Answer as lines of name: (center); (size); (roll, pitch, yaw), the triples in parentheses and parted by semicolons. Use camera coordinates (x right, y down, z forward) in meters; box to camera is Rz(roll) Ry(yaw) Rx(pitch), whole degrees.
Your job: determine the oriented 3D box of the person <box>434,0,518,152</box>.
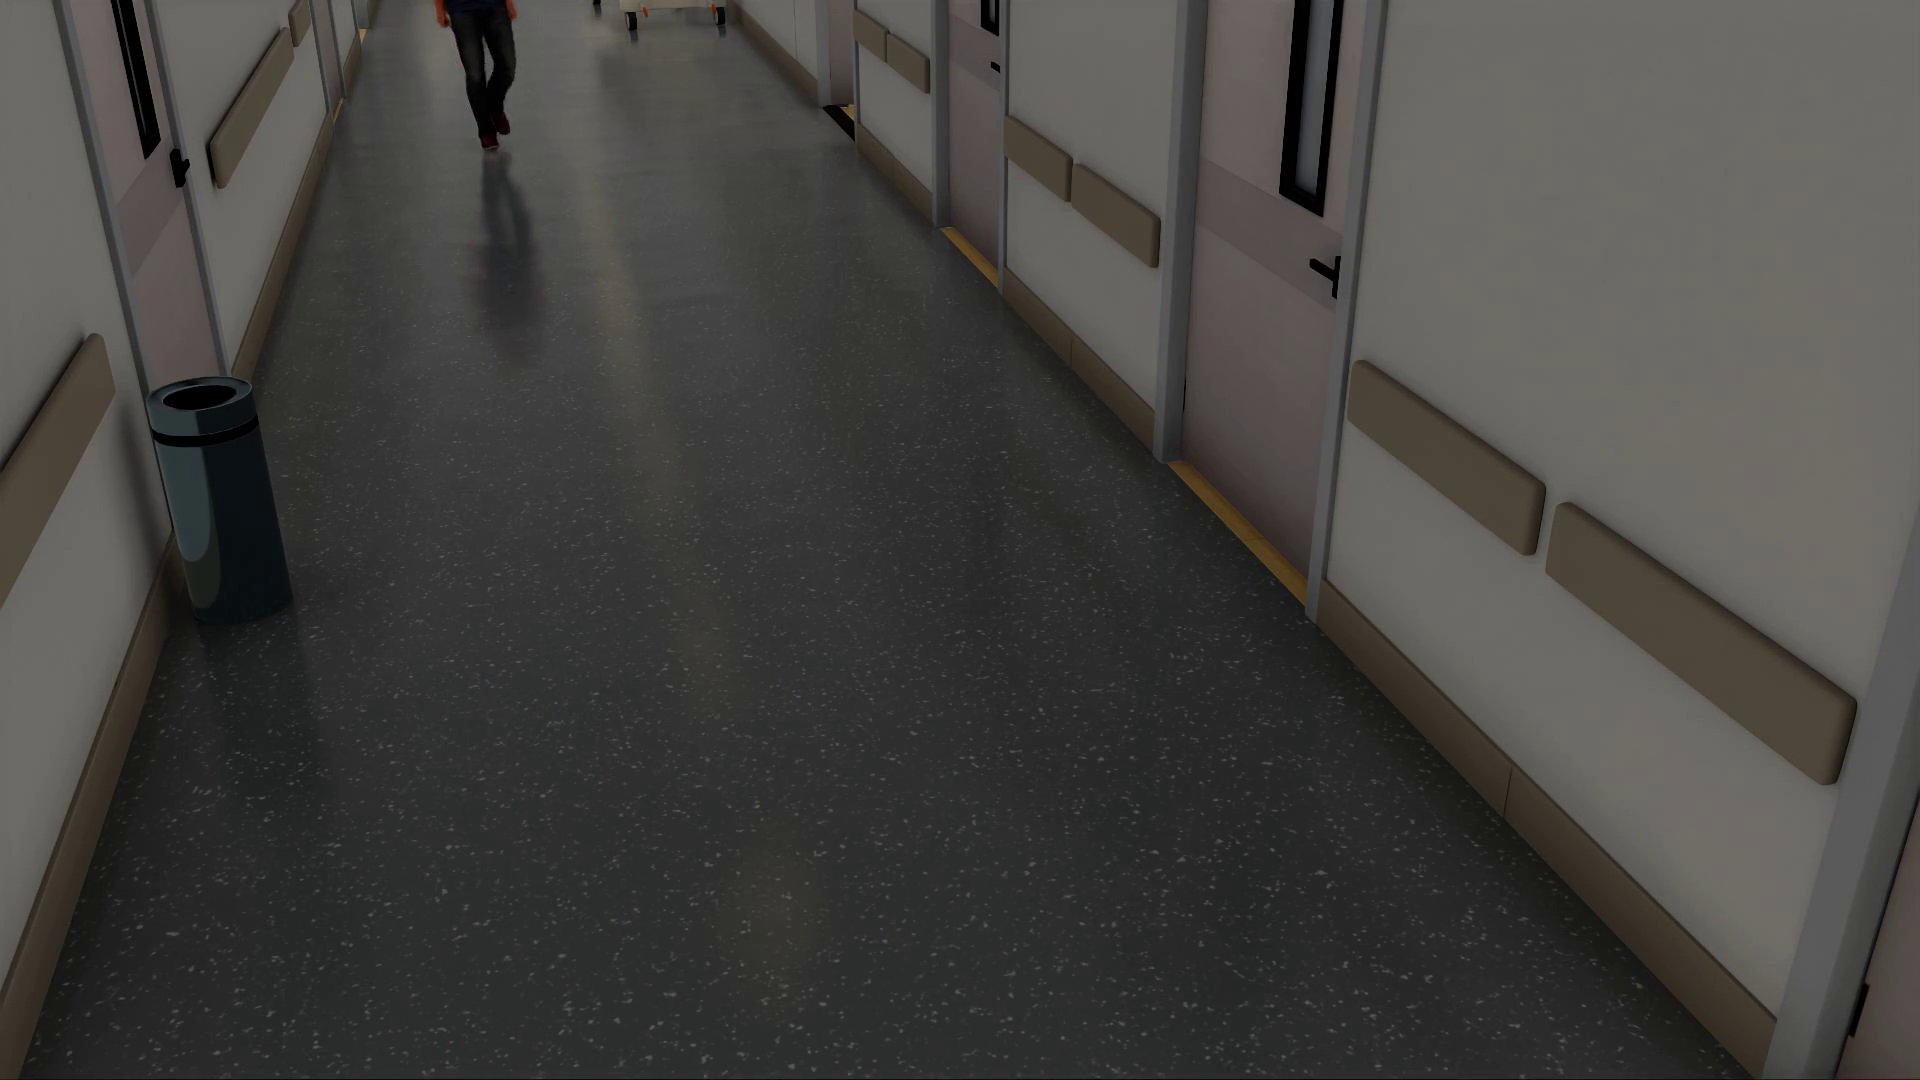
person: (-3.199, -3.509, 10.940); (0.739, 1.802, 0.814); (-13, 28, -24)
